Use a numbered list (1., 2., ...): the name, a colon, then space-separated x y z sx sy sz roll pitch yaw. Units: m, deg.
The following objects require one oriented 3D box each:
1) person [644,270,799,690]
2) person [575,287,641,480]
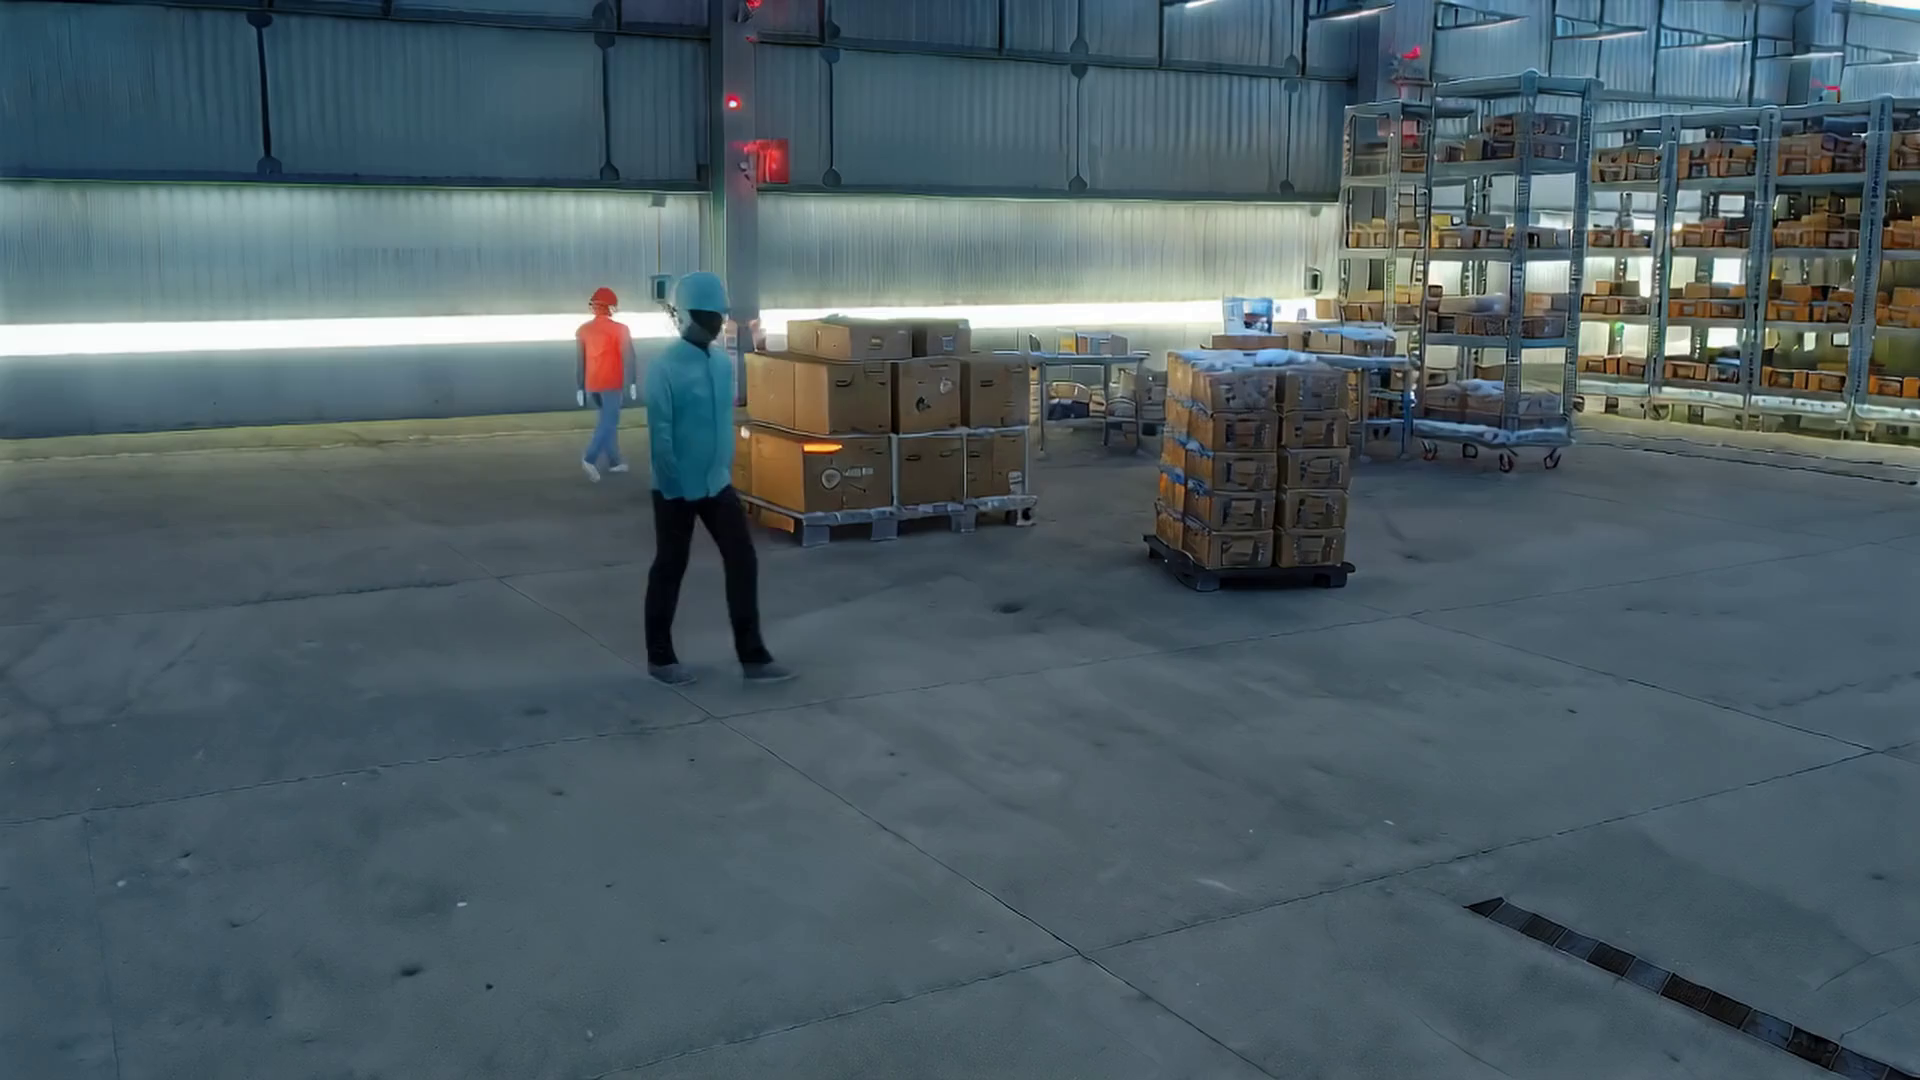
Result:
1. person: -1.138 -0.242 7.641 0.885 1.955 0.654 6 12 31
2. person: -3.220 -1.412 14.967 0.564 1.719 0.838 5 11 26
